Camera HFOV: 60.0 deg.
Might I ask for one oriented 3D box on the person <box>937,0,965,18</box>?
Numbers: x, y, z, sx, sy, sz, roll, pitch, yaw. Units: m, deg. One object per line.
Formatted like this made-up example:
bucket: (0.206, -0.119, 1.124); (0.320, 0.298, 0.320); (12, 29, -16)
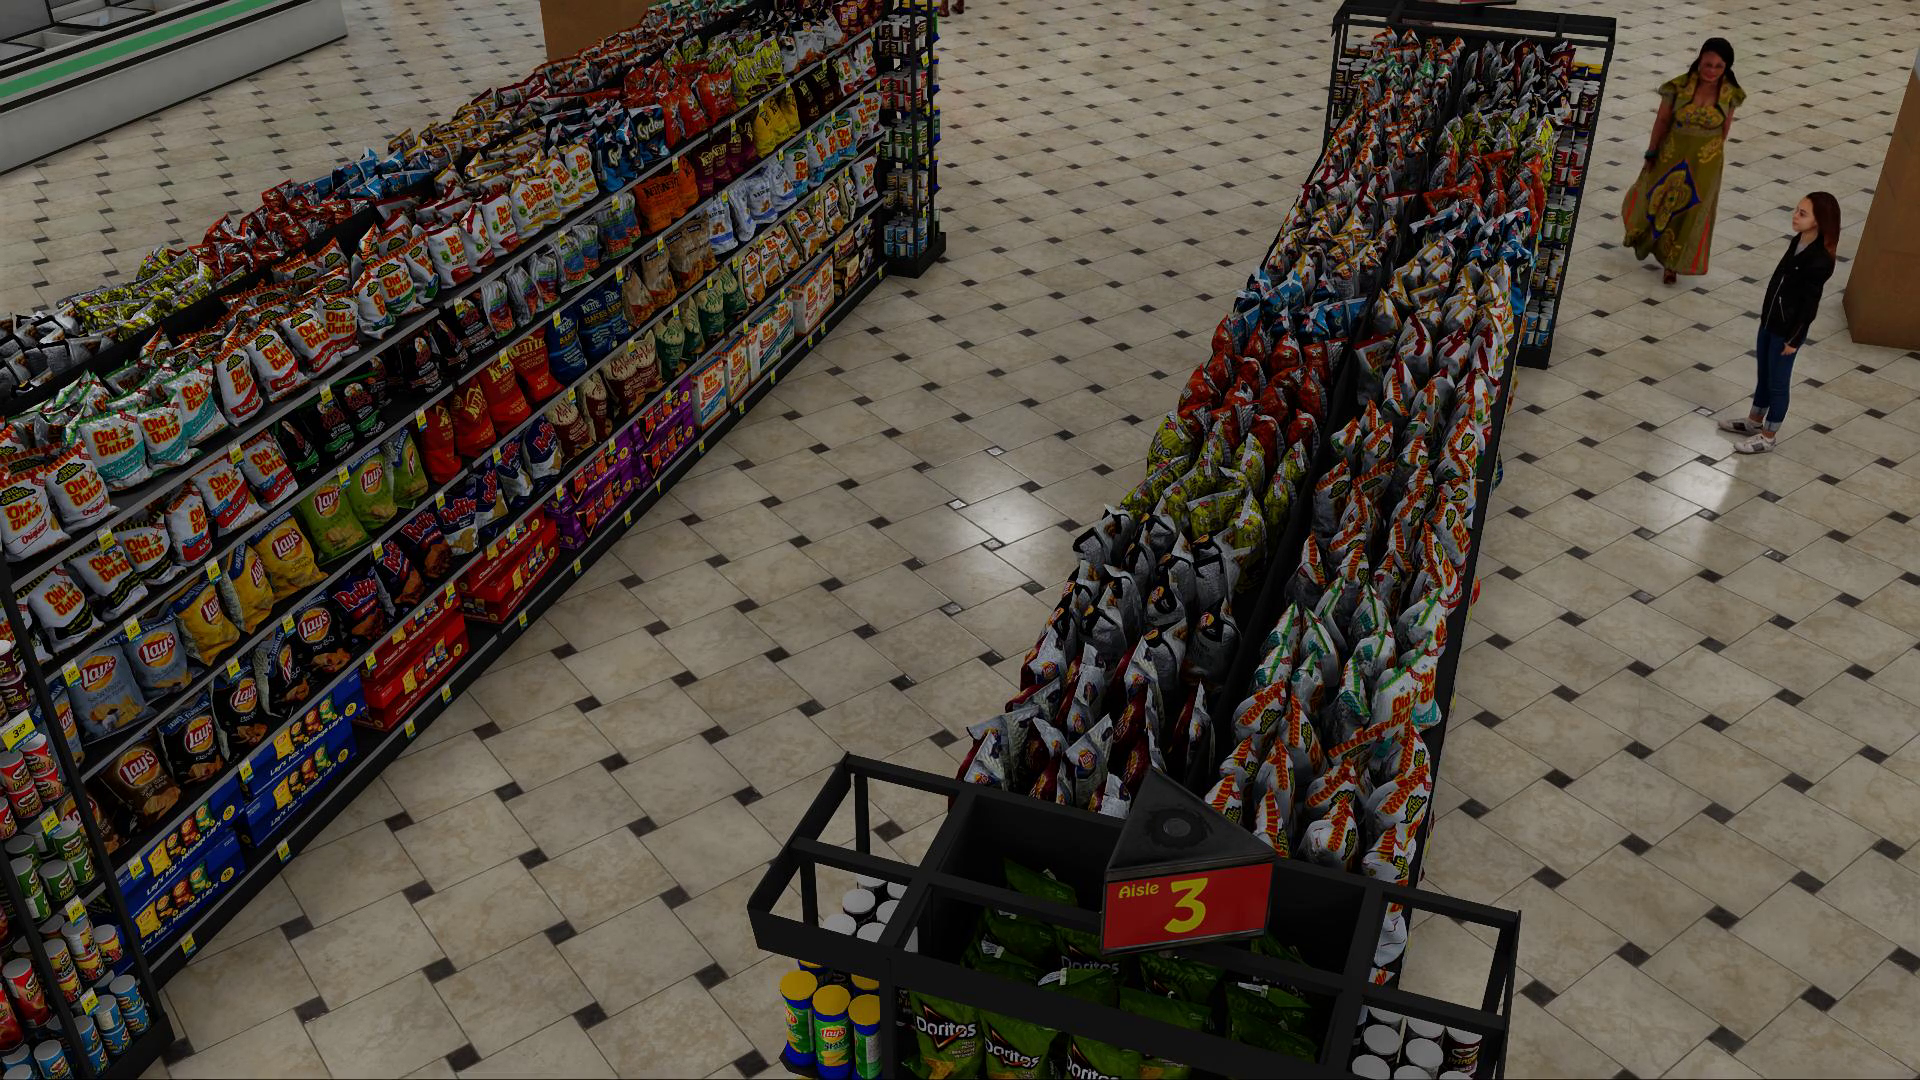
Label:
person: (-0.114, -6.214, 16.890); (0.638, 1.719, 0.726); (-19, 36, -27)

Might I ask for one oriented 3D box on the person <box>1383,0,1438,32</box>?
person: (3.967, -4.712, 14.559); (0.745, 1.631, 0.785); (1, 32, 2)

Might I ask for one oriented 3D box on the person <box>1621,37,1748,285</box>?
person: (4.834, -2.554, 11.091); (0.783, 1.630, 0.992); (9, 33, 14)

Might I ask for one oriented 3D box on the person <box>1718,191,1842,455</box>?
person: (4.485, -1.182, 9.025); (0.683, 1.484, 0.542); (1, 32, 2)
